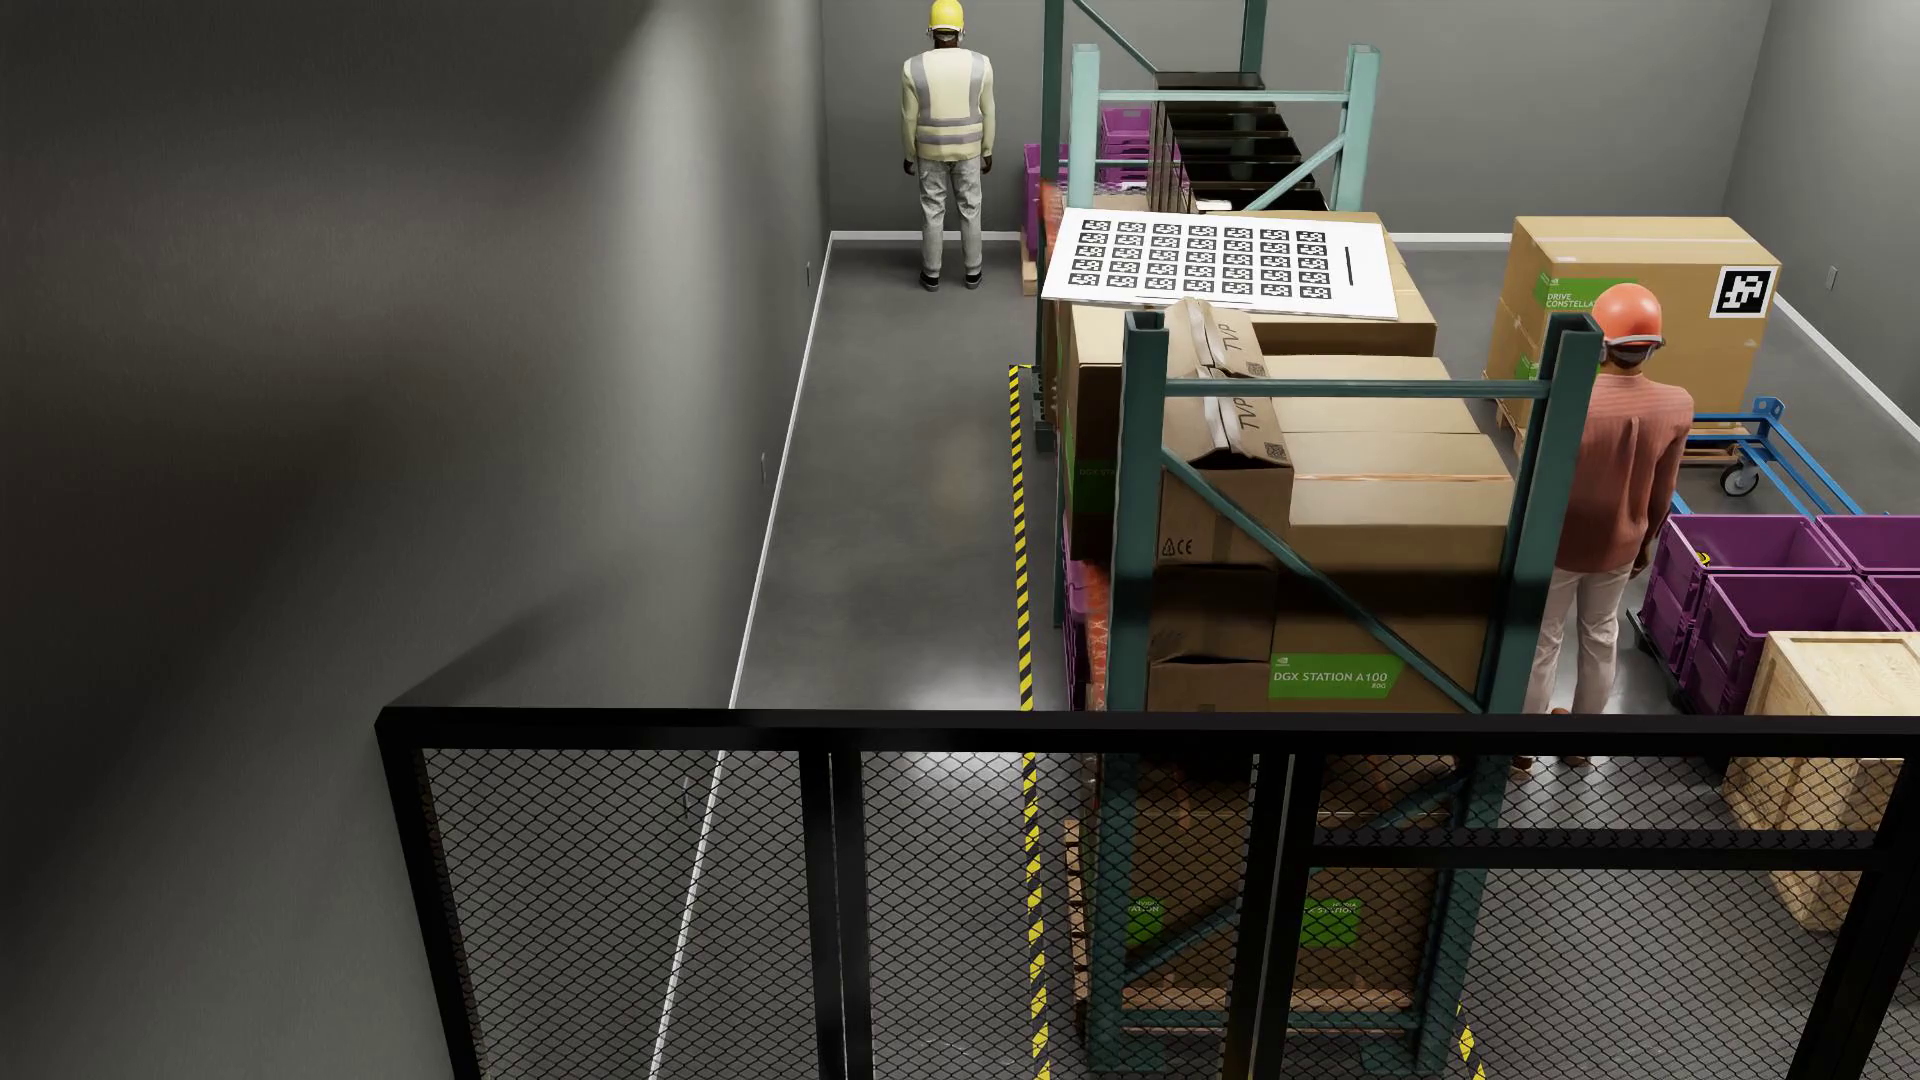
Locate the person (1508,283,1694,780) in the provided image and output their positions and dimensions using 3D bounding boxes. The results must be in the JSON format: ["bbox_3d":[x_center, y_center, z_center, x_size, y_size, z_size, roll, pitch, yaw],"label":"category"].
[{"bbox_3d":[2.301,0.000,6.162,0.626,1.991,0.389,-7,32,-12],"label":"person"}]

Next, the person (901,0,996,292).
[{"bbox_3d":[-0.075,-2.457,10.395,0.587,1.835,0.403,-3,31,-5],"label":"person"}]
